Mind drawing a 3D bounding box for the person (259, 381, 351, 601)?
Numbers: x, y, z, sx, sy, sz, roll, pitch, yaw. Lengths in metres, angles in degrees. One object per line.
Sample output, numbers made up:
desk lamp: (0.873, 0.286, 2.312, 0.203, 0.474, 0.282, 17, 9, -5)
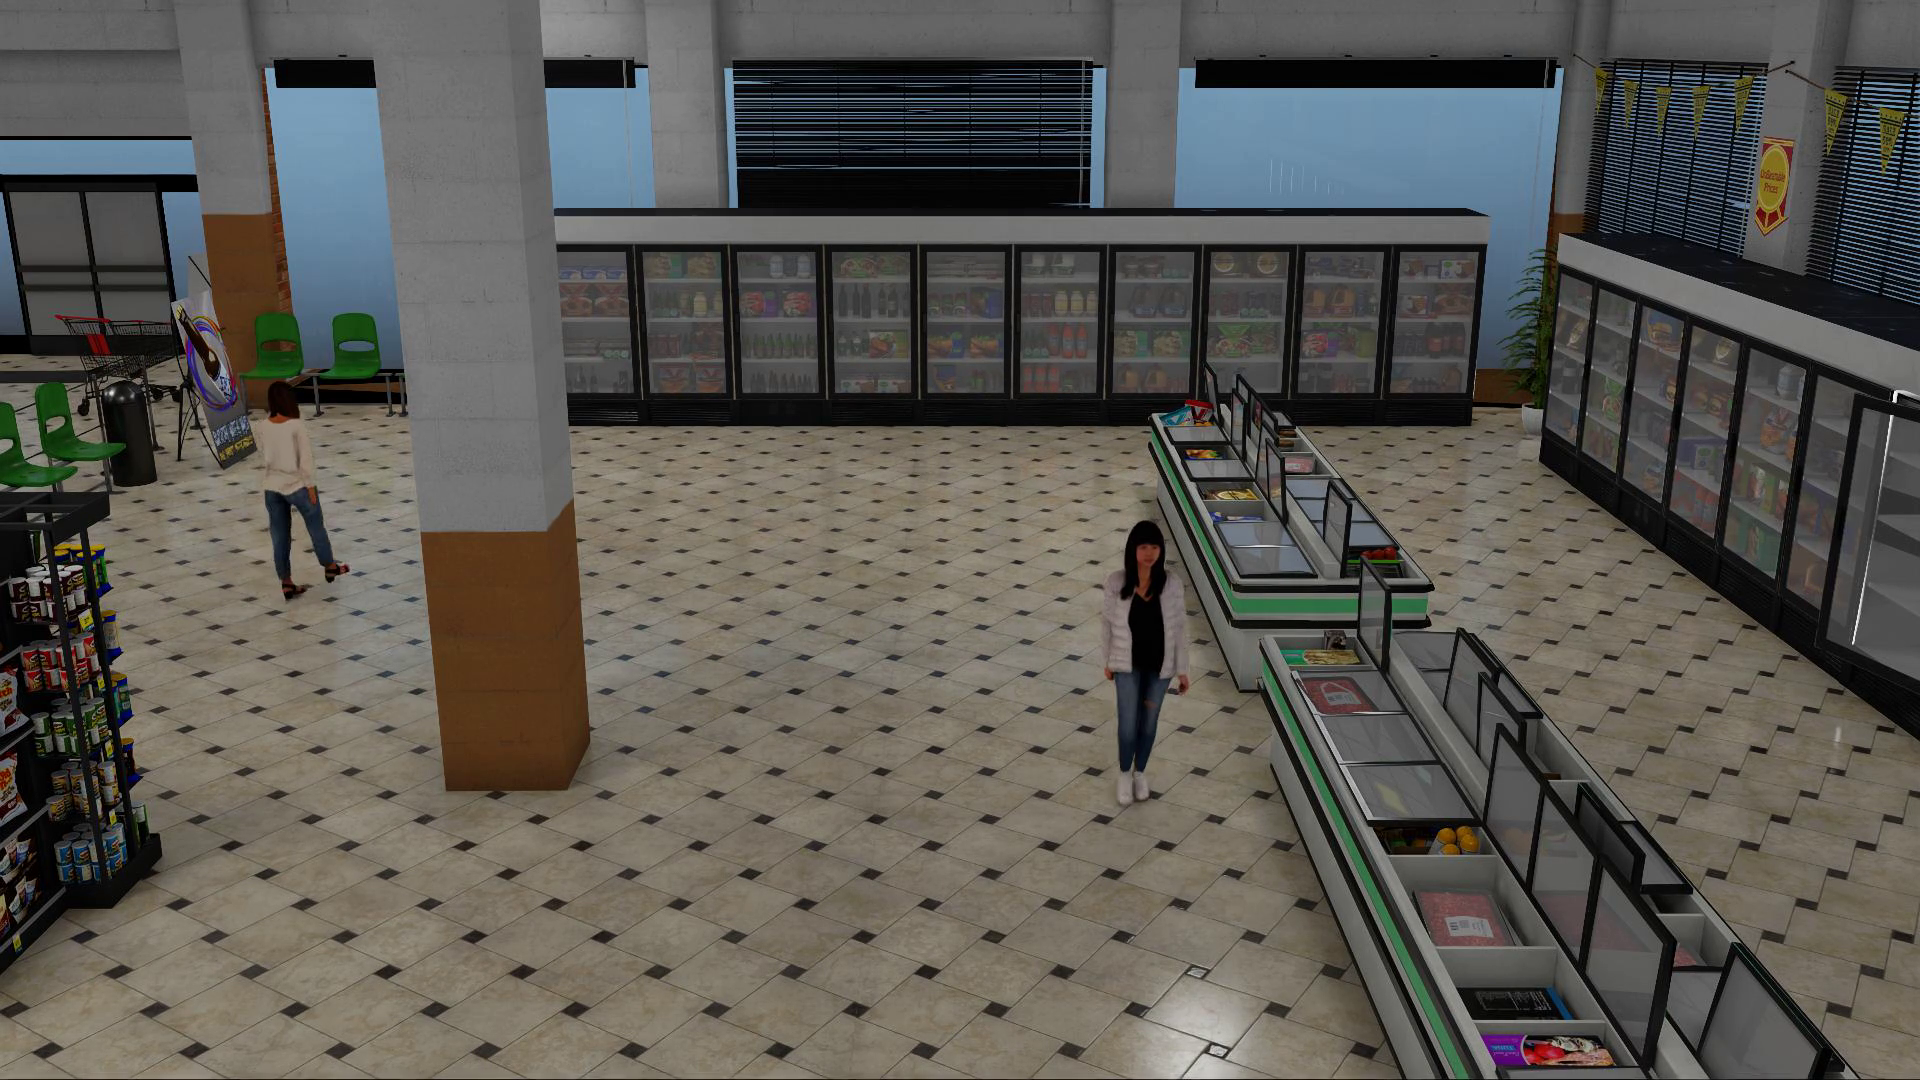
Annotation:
person: (-5.124, -0.352, 12.587, 0.792, 1.664, 0.968, 5, 18, 16)

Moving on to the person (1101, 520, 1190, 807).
person: (1.020, 0.664, 9.311, 0.624, 1.624, 0.579, -1, 17, -2)
